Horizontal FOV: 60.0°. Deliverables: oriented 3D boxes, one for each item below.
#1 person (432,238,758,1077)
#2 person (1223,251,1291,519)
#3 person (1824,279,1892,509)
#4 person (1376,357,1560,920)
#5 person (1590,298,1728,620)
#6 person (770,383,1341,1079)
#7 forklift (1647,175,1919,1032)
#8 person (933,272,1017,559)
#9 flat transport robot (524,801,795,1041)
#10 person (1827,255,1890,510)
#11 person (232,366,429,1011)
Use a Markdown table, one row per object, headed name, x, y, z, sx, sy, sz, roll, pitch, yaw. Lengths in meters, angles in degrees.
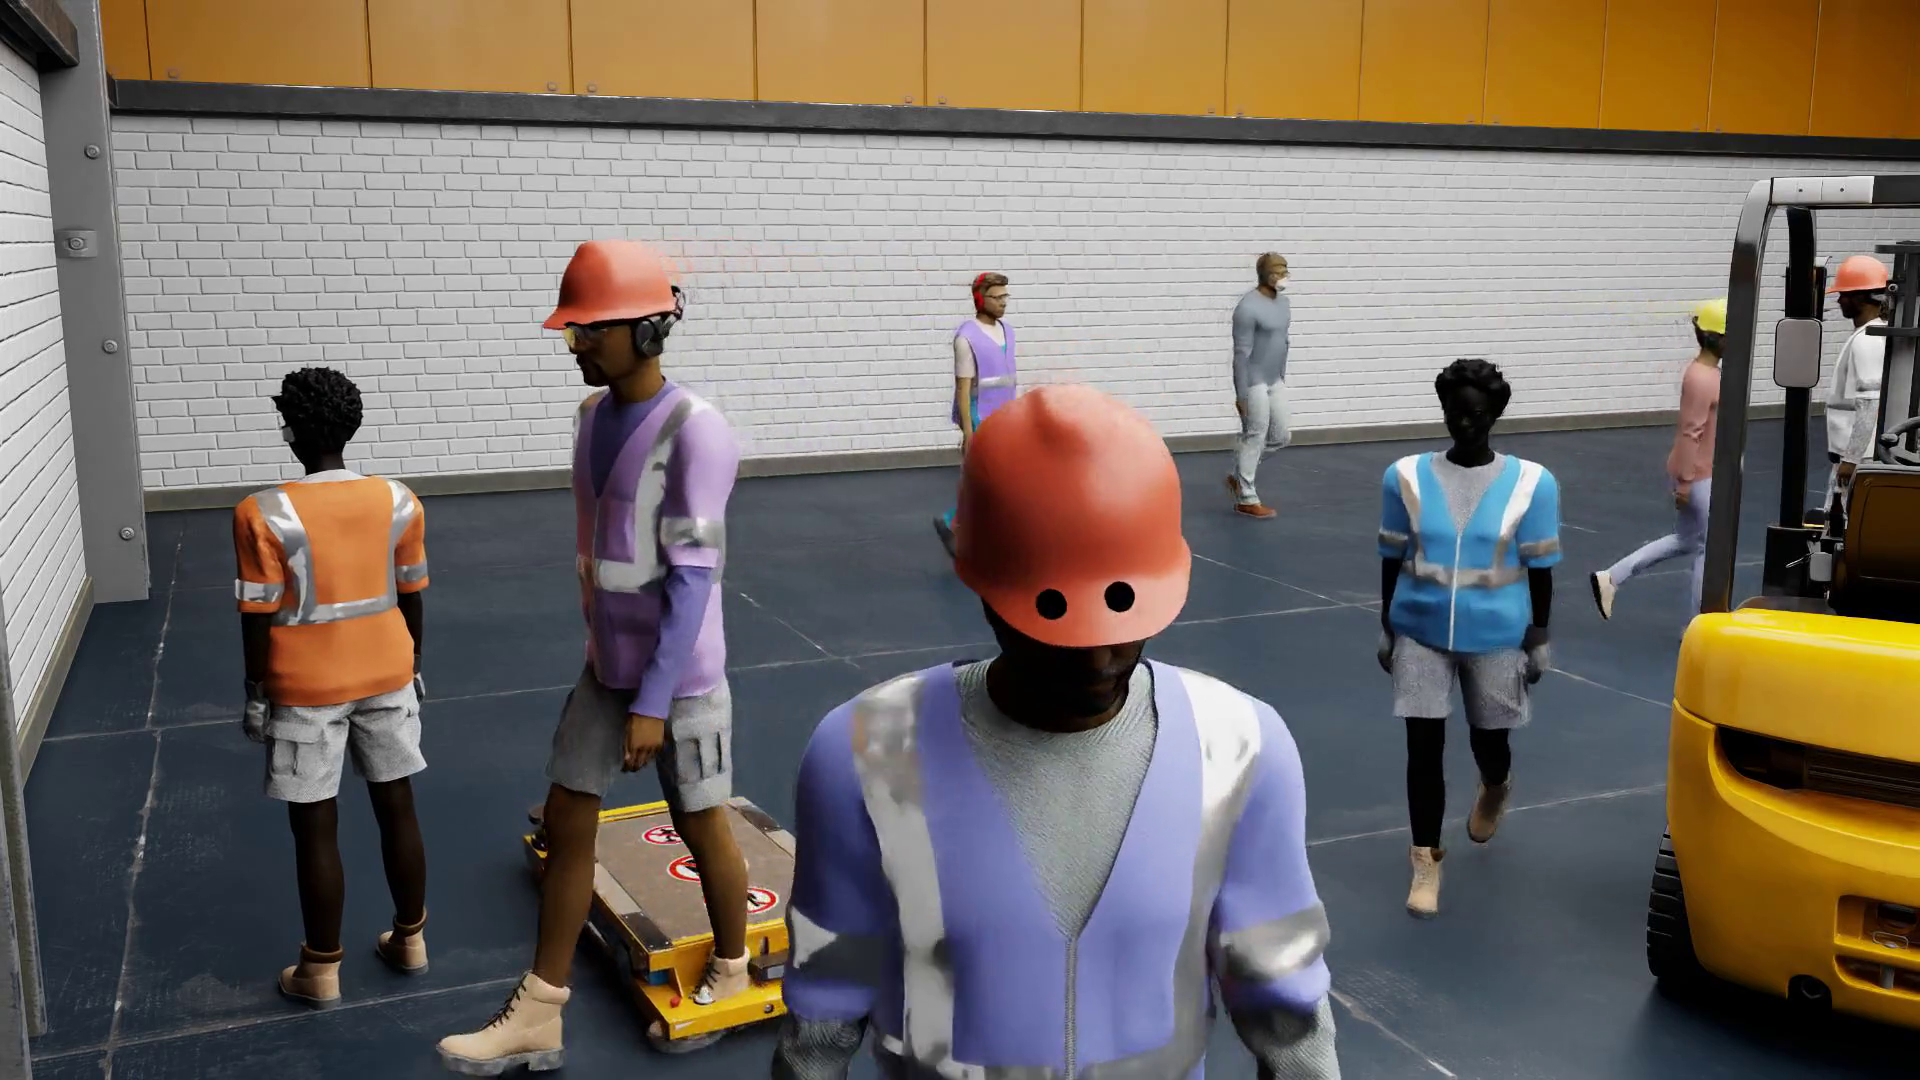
| name | x | y | z | sx | sy | sz | roll | pitch | yaw |
| --- | --- | --- | --- | --- | --- | --- | --- | --- | --- |
| person | -0.850 | 0.314 | 3.926 | 0.881 | 2.011 | 0.616 | -10 | 14 | -44 |
| person | 2.154 | -1.112 | 12.030 | 0.472 | 1.931 | 0.668 | 8 | 13 | 39 |
| person | 5.339 | -0.643 | 9.800 | 0.642 | 1.812 | 0.859 | -9 | 13 | -40 |
| person | 1.551 | 0.270 | 5.121 | 0.540 | 1.678 | 0.661 | 4 | 11 | 23 |
| person | 3.582 | -0.334 | 8.274 | 0.688 | 1.738 | 0.533 | 4 | 11 | 22 |
| person | 0.116 | 0.767 | 1.816 | 0.658 | 1.872 | 0.945 | -1 | 10 | -8 |
| forklift | 2.810 | 0.094 | 4.662 | 1.214 | 2.155 | 2.313 | 7 | 12 | 34 |
| person | 0.134 | -0.686 | 9.956 | 0.666 | 1.827 | 0.584 | 6 | 12 | 29 |
| flat transport robot | -0.773 | 1.019 | 4.863 | 0.652 | 0.197 | 1.431 | -6 | 12 | -28 |
| person | 4.595 | -0.484 | 8.564 | 0.375 | 1.934 | 0.548 | 6 | 12 | 32 |
| person | -1.653 | 0.387 | 4.435 | 0.318 | 1.691 | 0.529 | 8 | 13 | 39 |
